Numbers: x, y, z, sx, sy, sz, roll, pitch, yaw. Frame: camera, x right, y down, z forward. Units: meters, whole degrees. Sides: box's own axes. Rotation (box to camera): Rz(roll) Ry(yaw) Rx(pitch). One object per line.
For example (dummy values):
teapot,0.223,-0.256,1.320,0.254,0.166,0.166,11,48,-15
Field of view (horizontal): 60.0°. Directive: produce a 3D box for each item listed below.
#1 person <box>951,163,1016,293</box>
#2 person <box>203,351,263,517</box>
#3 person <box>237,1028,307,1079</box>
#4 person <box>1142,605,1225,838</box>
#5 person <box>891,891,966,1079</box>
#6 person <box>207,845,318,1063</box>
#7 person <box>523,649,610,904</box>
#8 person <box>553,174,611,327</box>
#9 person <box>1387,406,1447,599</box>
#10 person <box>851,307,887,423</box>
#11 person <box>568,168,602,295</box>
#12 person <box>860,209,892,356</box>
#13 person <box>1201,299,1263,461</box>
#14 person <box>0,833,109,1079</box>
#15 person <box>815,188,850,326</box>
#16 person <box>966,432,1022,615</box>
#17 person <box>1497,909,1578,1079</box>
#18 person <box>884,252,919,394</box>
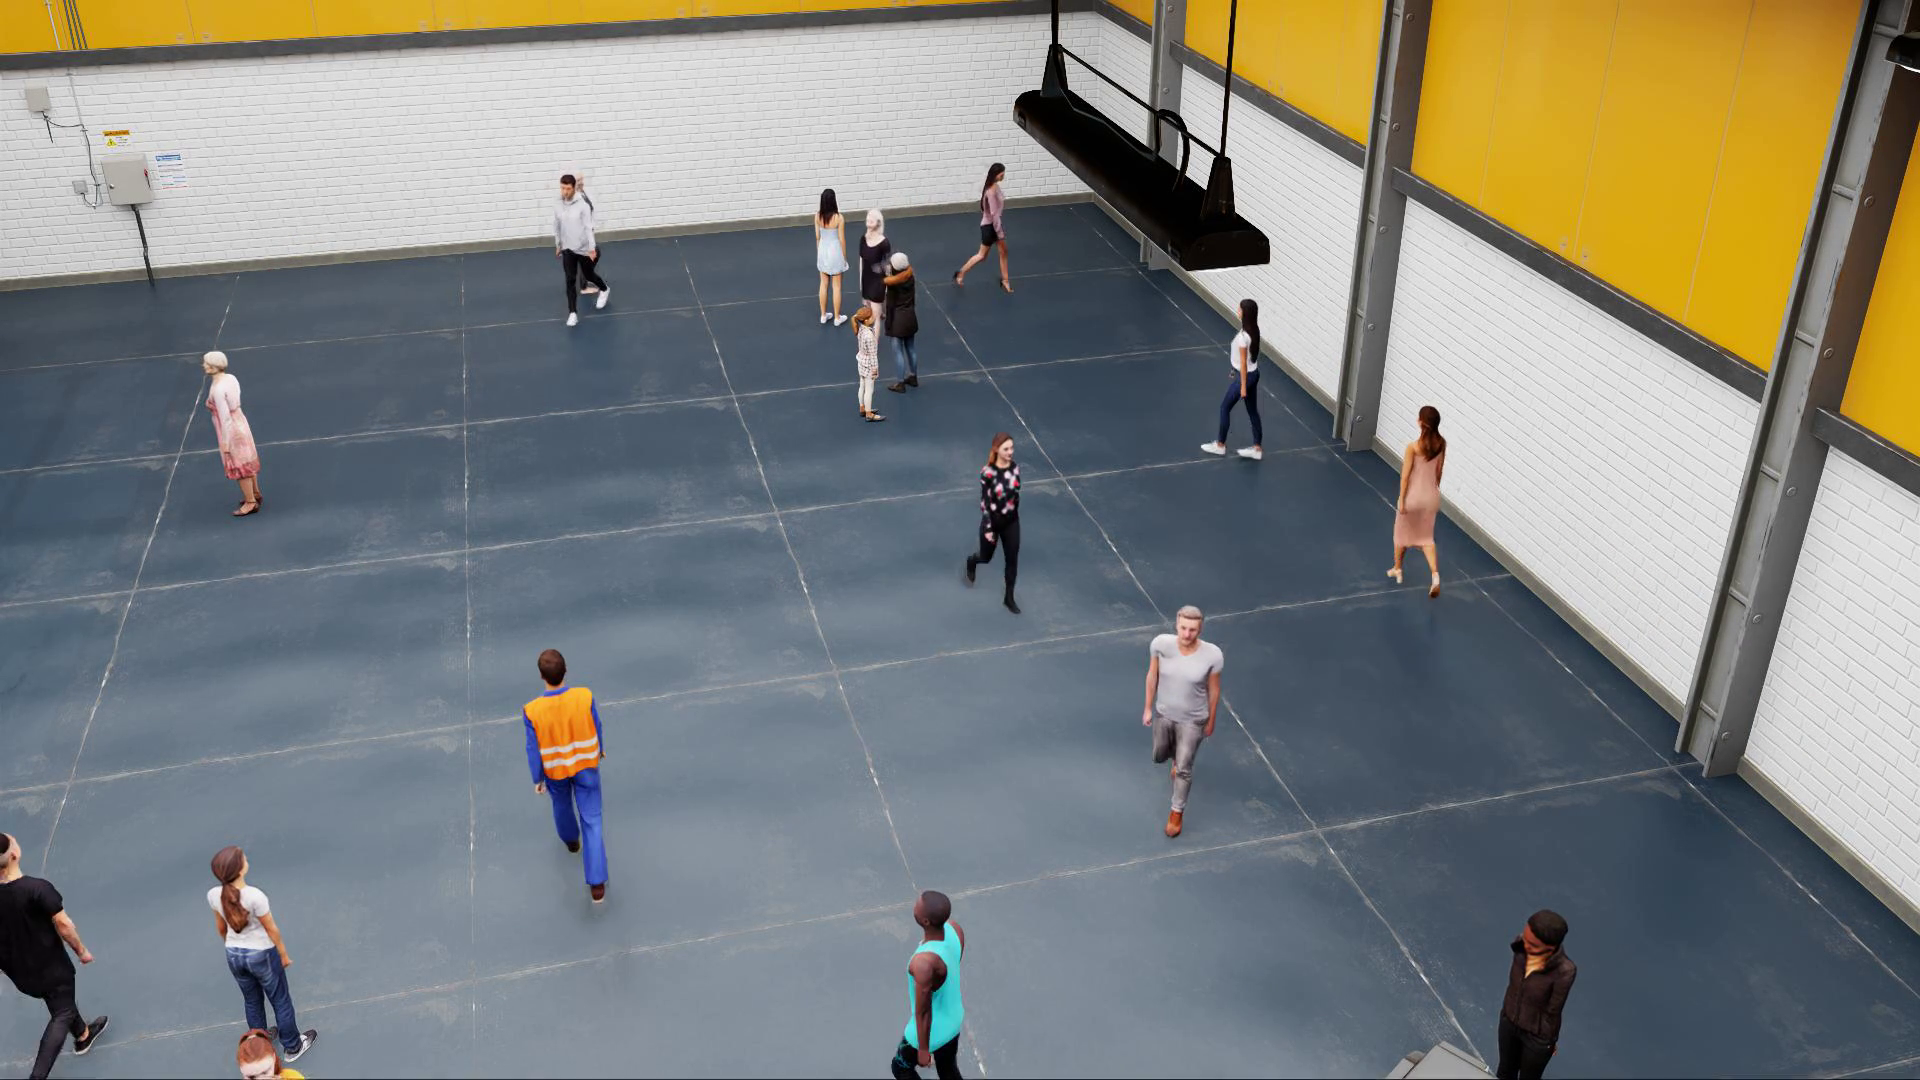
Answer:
person,0.306,-4.005,21.608,1.041,1.760,1.106,6,29,11
person,-7.107,-1.055,16.271,0.673,1.692,0.534,-4,29,-6
person,-3.434,3.173,8.461,0.638,1.747,0.598,-16,33,-27
person,1.605,1.210,11.989,1.040,1.815,1.142,11,31,19
person,-0.049,2.728,9.225,0.839,1.797,0.781,15,32,26
person,-4.221,2.469,9.946,0.618,1.562,0.637,5,29,8
person,-2.608,1.606,11.256,0.676,1.823,1.197,-8,30,-15
person,-4.764,-3.699,20.915,1.092,1.886,1.341,6,29,11
person,4.134,-0.310,14.780,0.612,1.811,1.000,-6,29,-12
person,-1.027,-1.947,18.301,0.615,1.313,0.500,-12,31,-20
person,-4.981,-4.023,21.697,0.814,1.706,0.613,-4,29,-8
person,-0.967,-3.060,19.819,1.000,1.814,1.043,16,33,27
person,3.051,-1.633,17.268,0.958,1.751,0.901,16,32,27
person,-5.409,2.469,9.658,0.989,1.837,1.216,5,29,9
person,-1.627,-3.549,20.803,0.673,1.729,0.697,9,30,16
person,0.297,-0.187,14.713,0.706,1.660,1.029,-15,32,-25
person,3.213,2.728,9.368,0.702,1.661,0.635,3,29,5
person,-0.658,-2.489,18.962,0.763,1.632,0.726,21,35,33
